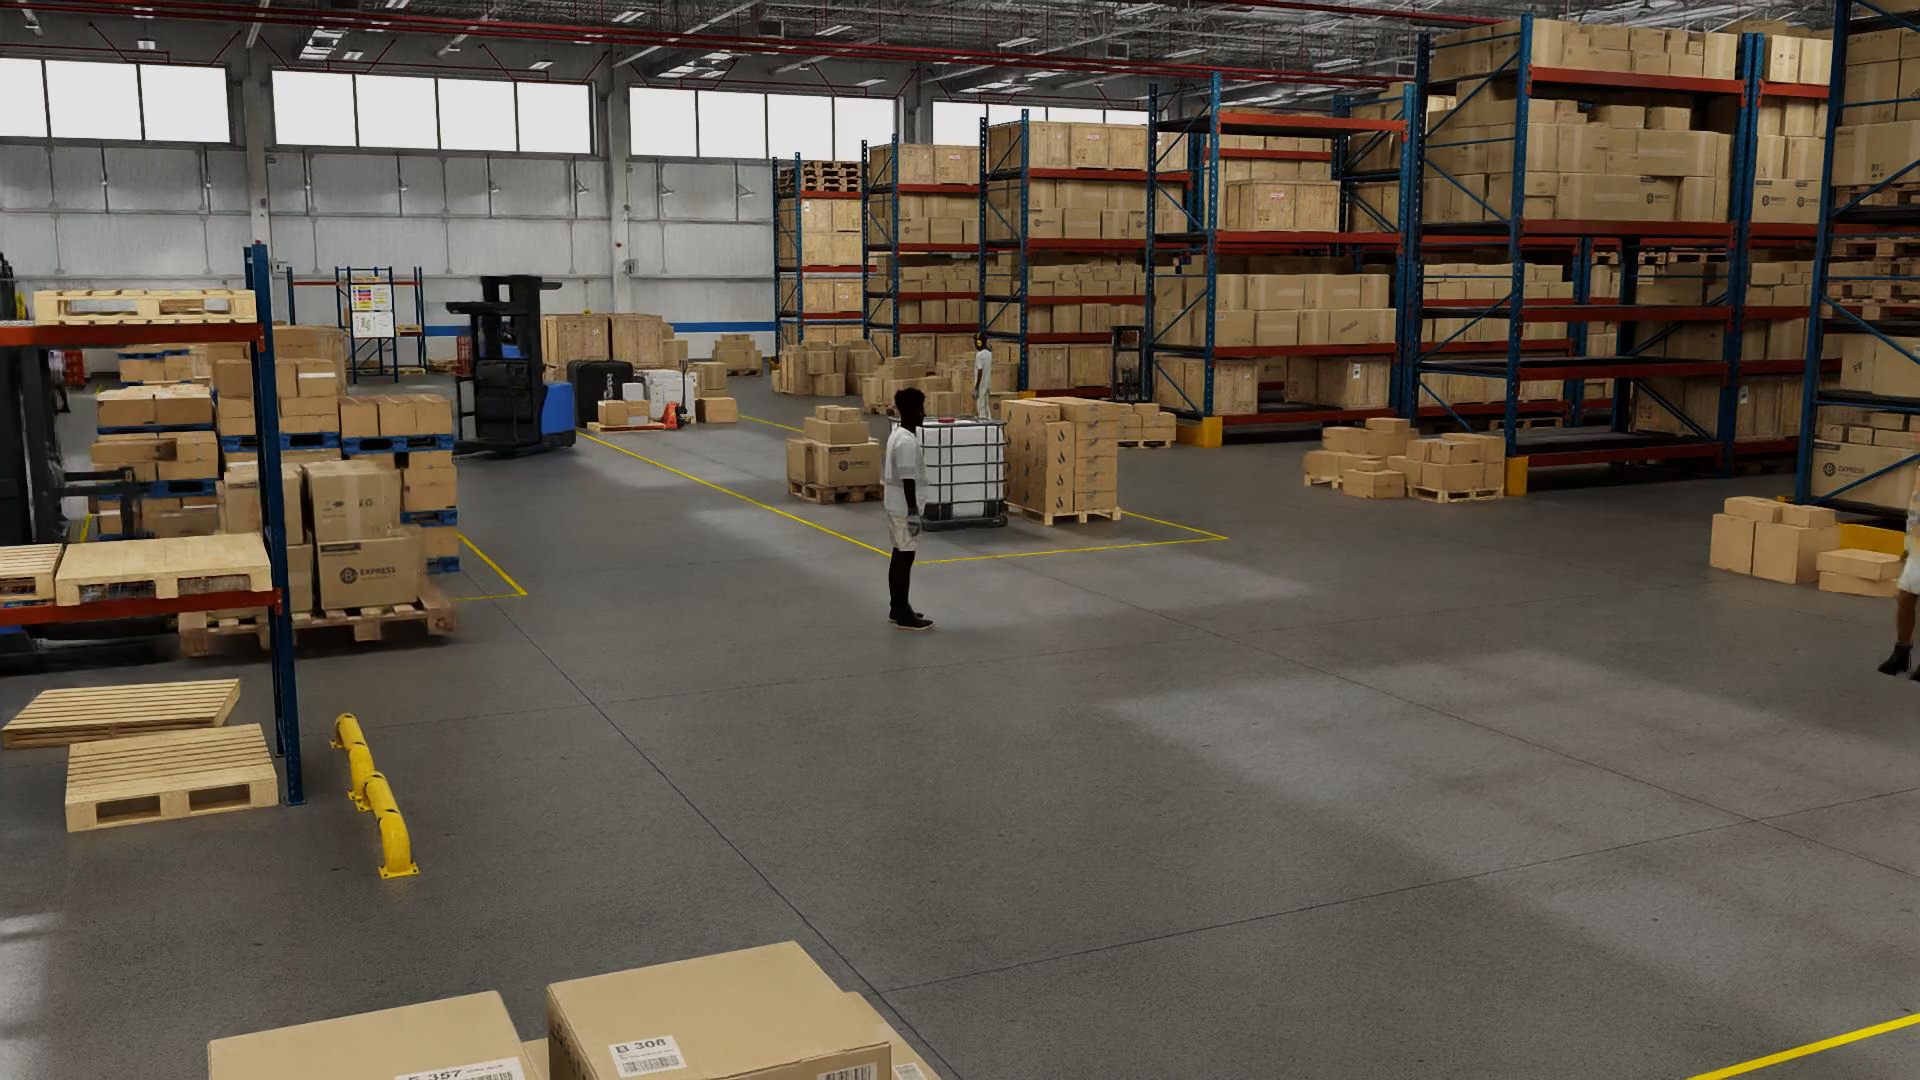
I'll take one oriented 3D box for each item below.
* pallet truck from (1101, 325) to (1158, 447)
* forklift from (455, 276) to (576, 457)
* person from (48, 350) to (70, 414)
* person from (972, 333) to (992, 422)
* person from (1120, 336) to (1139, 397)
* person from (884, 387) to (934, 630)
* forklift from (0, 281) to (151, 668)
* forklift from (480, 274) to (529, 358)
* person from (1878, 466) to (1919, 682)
[{"bbox_3d":[2.881,-2.596,27.923,0.823,1.965,1.885,-1,9,-7],"label":"pallet truck"},{"bbox_3d":[-7.084,-2.807,26.503,1.129,2.768,1.873,3,10,18],"label":"forklift"},{"bbox_3d":[-18.552,-3.519,33.949,0.443,1.901,0.581,3,10,21],"label":"person"},{"bbox_3d":[0.364,-2.574,28.207,0.325,1.865,0.512,4,10,23],"label":"person"},{"bbox_3d":[3.410,-3.218,32.914,0.382,1.621,0.553,-4,10,-24],"label":"person"},{"bbox_3d":[-0.432,-0.257,13.509,0.369,1.967,0.601,-2,9,-11],"label":"person"},{"bbox_3d":[-7.047,-0.491,12.135,1.873,2.768,1.129,-4,10,-25],"label":"forklift"},{"bbox_3d":[-11.263,-5.375,42.437,1.873,2.768,1.129,-4,10,-25],"label":"forklift"},{"bbox_3d":[6.849,0.090,11.621,0.439,1.875,0.631,-5,11,-30],"label":"person"}]
